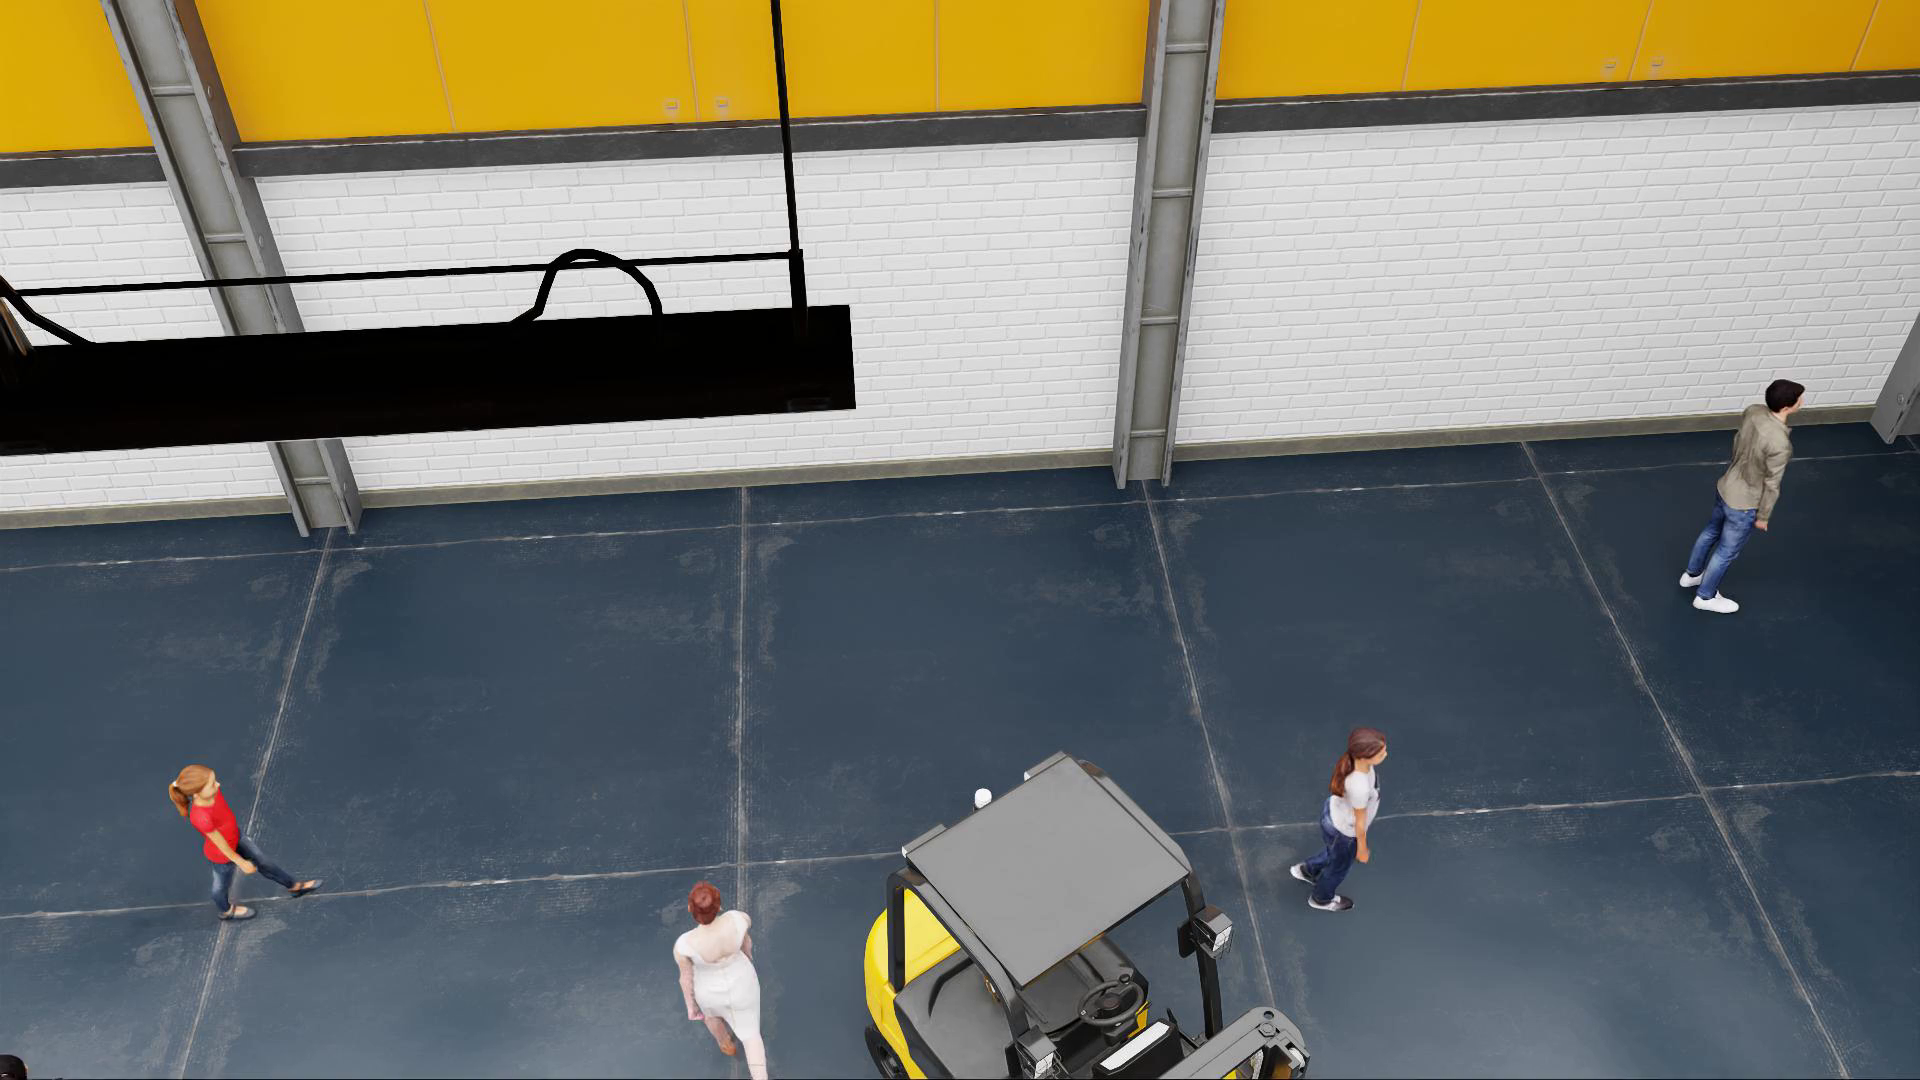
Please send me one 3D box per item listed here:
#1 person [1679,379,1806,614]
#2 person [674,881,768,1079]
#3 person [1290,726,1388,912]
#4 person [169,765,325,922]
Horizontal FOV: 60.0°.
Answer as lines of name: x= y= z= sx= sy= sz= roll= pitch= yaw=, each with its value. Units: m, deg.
person: x=5.183 y=-0.303 z=11.030 sx=0.571 sy=1.864 sz=0.699 roll=-2 pitch=44 yaw=-2
person: x=-1.137 y=2.345 z=8.322 sx=1.070 sy=1.765 sz=0.838 roll=-17 pitch=46 yaw=-17
person: x=2.096 y=1.575 z=9.289 sx=0.697 sy=1.547 sz=0.619 roll=7 pitch=44 yaw=7
person: x=-4.189 y=1.729 z=9.316 sx=0.809 sy=1.287 sz=0.475 roll=-4 pitch=44 yaw=-4
